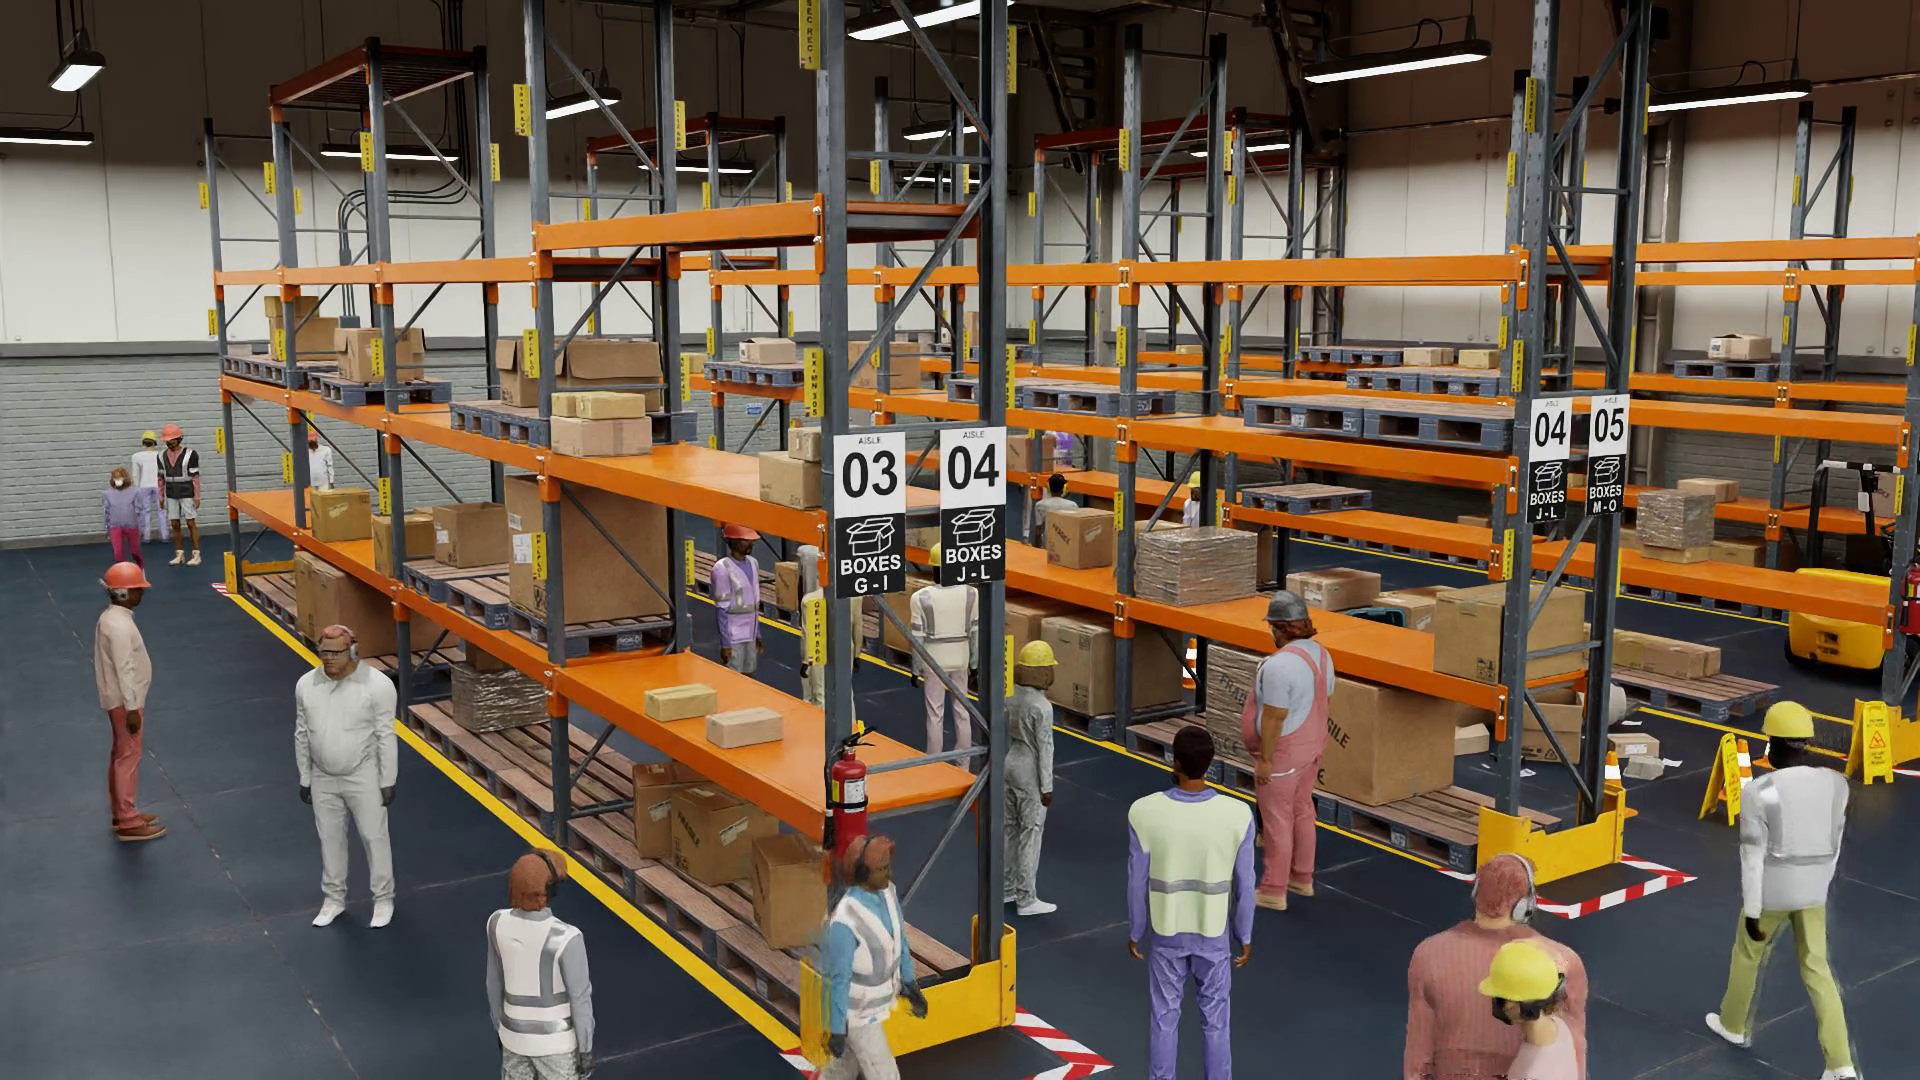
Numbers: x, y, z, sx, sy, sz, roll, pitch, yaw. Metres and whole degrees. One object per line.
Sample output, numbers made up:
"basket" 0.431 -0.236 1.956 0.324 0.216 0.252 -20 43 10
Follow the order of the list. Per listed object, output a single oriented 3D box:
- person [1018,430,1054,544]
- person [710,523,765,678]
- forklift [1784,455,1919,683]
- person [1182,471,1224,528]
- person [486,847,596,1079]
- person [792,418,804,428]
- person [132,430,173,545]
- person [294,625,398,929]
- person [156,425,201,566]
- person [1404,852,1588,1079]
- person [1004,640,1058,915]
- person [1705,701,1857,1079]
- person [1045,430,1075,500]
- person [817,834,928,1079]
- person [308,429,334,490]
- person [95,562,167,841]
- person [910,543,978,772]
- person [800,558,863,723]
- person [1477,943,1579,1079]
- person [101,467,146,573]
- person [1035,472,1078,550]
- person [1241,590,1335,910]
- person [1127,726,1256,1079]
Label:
"person" 1.175 -0.871 25.671 0.573 1.886 0.354 -1 9 -6
"person" -1.841 0.801 14.021 0.370 2.044 0.608 3 9 22
"forklift" 9.643 0.253 17.172 2.313 2.155 1.214 -6 10 -33
"person" 2.803 0.103 19.412 0.404 1.825 0.594 -7 11 -37
"person" -1.723 2.078 6.866 0.523 1.637 0.306 4 10 27
"person" -2.908 -1.370 29.831 0.277 1.632 0.502 4 9 23
"person" -12.432 -0.803 25.622 0.533 1.767 0.325 -2 9 -16
"person" -3.765 1.450 10.201 0.641 1.899 0.394 1 9 5
"person" -11.097 -0.629 23.610 0.620 2.028 0.410 1 9 4
"person" 1.943 2.078 6.089 0.640 1.874 0.822 4 9 24
"person" 0.449 1.486 10.488 0.342 1.733 0.480 -5 10 -30
"person" 4.154 1.746 8.286 0.591 1.885 0.967 -1 9 -5
"person" 1.751 -1.323 28.830 0.634 1.841 0.429 -7 11 -37
"person" -0.408 2.042 7.246 0.854 1.597 0.520 3 9 17
"person" -10.306 -0.935 26.590 0.574 1.739 0.349 -4 9 -23
"person" -5.948 1.143 11.912 0.402 1.990 0.622 -5 10 -32
"person" -0.121 0.974 13.245 0.587 1.930 0.355 -3 9 -20
"person" -1.087 0.962 13.909 0.575 1.747 0.337 -5 10 -29
"person" 1.922 2.206 5.668 0.726 1.727 0.541 3 9 18
"person" -11.015 -0.172 21.949 0.504 1.611 0.682 -3 9 -17
"person" 1.097 0.158 18.879 0.532 1.871 0.321 1 9 4
"person" 2.068 1.310 10.639 0.535 2.000 0.684 7 11 39
"person" 1.072 1.806 7.736 0.594 1.921 0.388 1 9 6
